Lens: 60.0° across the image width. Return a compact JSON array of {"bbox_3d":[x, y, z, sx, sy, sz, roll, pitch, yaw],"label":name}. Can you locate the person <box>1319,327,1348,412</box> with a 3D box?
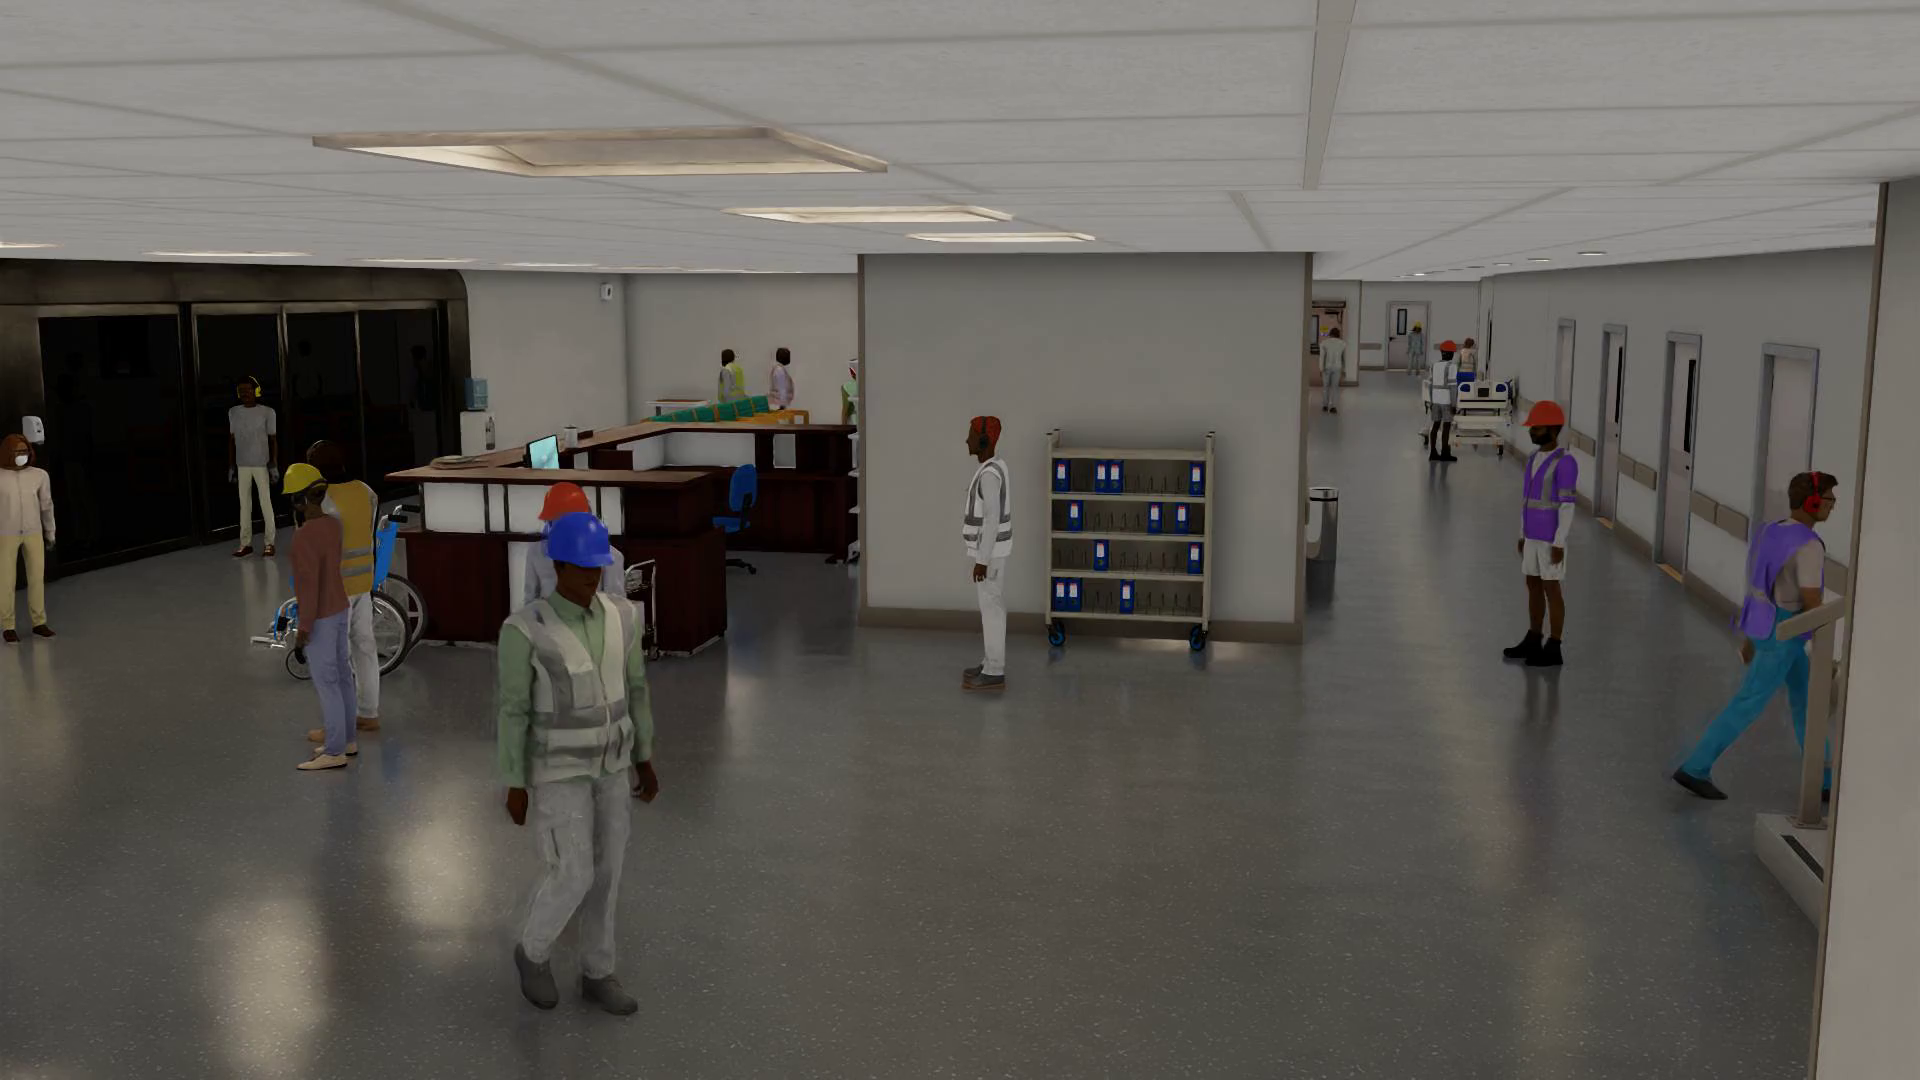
[{"bbox_3d":[8.354,-3.812,37.263,0.651,1.884,0.902,1,9,6],"label":"person"}]

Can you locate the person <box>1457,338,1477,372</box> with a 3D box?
[{"bbox_3d":[11.904,-3.943,39.103,0.836,1.599,0.516,-5,10,-30],"label":"person"}]

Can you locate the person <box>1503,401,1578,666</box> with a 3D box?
[{"bbox_3d":[4.237,-0.044,12.142,0.383,1.933,0.550,-2,9,-12],"label":"person"}]

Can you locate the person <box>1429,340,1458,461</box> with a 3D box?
[{"bbox_3d":[7.750,-2.224,26.585,0.374,1.933,0.552,-5,10,-29],"label":"person"}]

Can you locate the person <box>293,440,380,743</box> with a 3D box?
[{"bbox_3d":[-3.787,0.311,10.092,0.430,1.841,0.624,3,9,19],"label":"person"}]

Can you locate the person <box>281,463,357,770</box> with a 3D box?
[{"bbox_3d":[-3.682,0.437,9.520,0.337,1.761,0.526,0,9,-1],"label":"person"}]

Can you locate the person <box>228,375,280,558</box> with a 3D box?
[{"bbox_3d":[-7.234,-0.749,17.020,0.519,1.873,0.328,0,9,-2],"label":"person"}]

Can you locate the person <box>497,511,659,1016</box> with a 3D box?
[{"bbox_3d":[-1.409,0.846,6.233,0.427,1.935,0.610,7,11,37],"label":"person"}]

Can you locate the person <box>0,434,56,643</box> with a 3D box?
[{"bbox_3d":[-7.335,-0.020,12.993,0.288,1.627,0.506,7,11,40],"label":"person"}]

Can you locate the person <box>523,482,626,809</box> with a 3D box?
[{"bbox_3d":[-2.027,0.562,8.707,0.568,1.748,0.340,2,9,12],"label":"person"}]

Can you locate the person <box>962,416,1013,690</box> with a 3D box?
[{"bbox_3d":[0.181,0.086,11.429,0.354,1.883,0.573,1,9,5],"label":"person"}]

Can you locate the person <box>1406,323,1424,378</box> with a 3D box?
[{"bbox_3d":[14.021,-5.828,51.274,0.535,1.722,0.363,1,9,4],"label":"person"}]

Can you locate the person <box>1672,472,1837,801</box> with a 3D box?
[{"bbox_3d":[4.346,0.523,8.870,1.002,1.793,0.574,2,9,14],"label":"person"}]
